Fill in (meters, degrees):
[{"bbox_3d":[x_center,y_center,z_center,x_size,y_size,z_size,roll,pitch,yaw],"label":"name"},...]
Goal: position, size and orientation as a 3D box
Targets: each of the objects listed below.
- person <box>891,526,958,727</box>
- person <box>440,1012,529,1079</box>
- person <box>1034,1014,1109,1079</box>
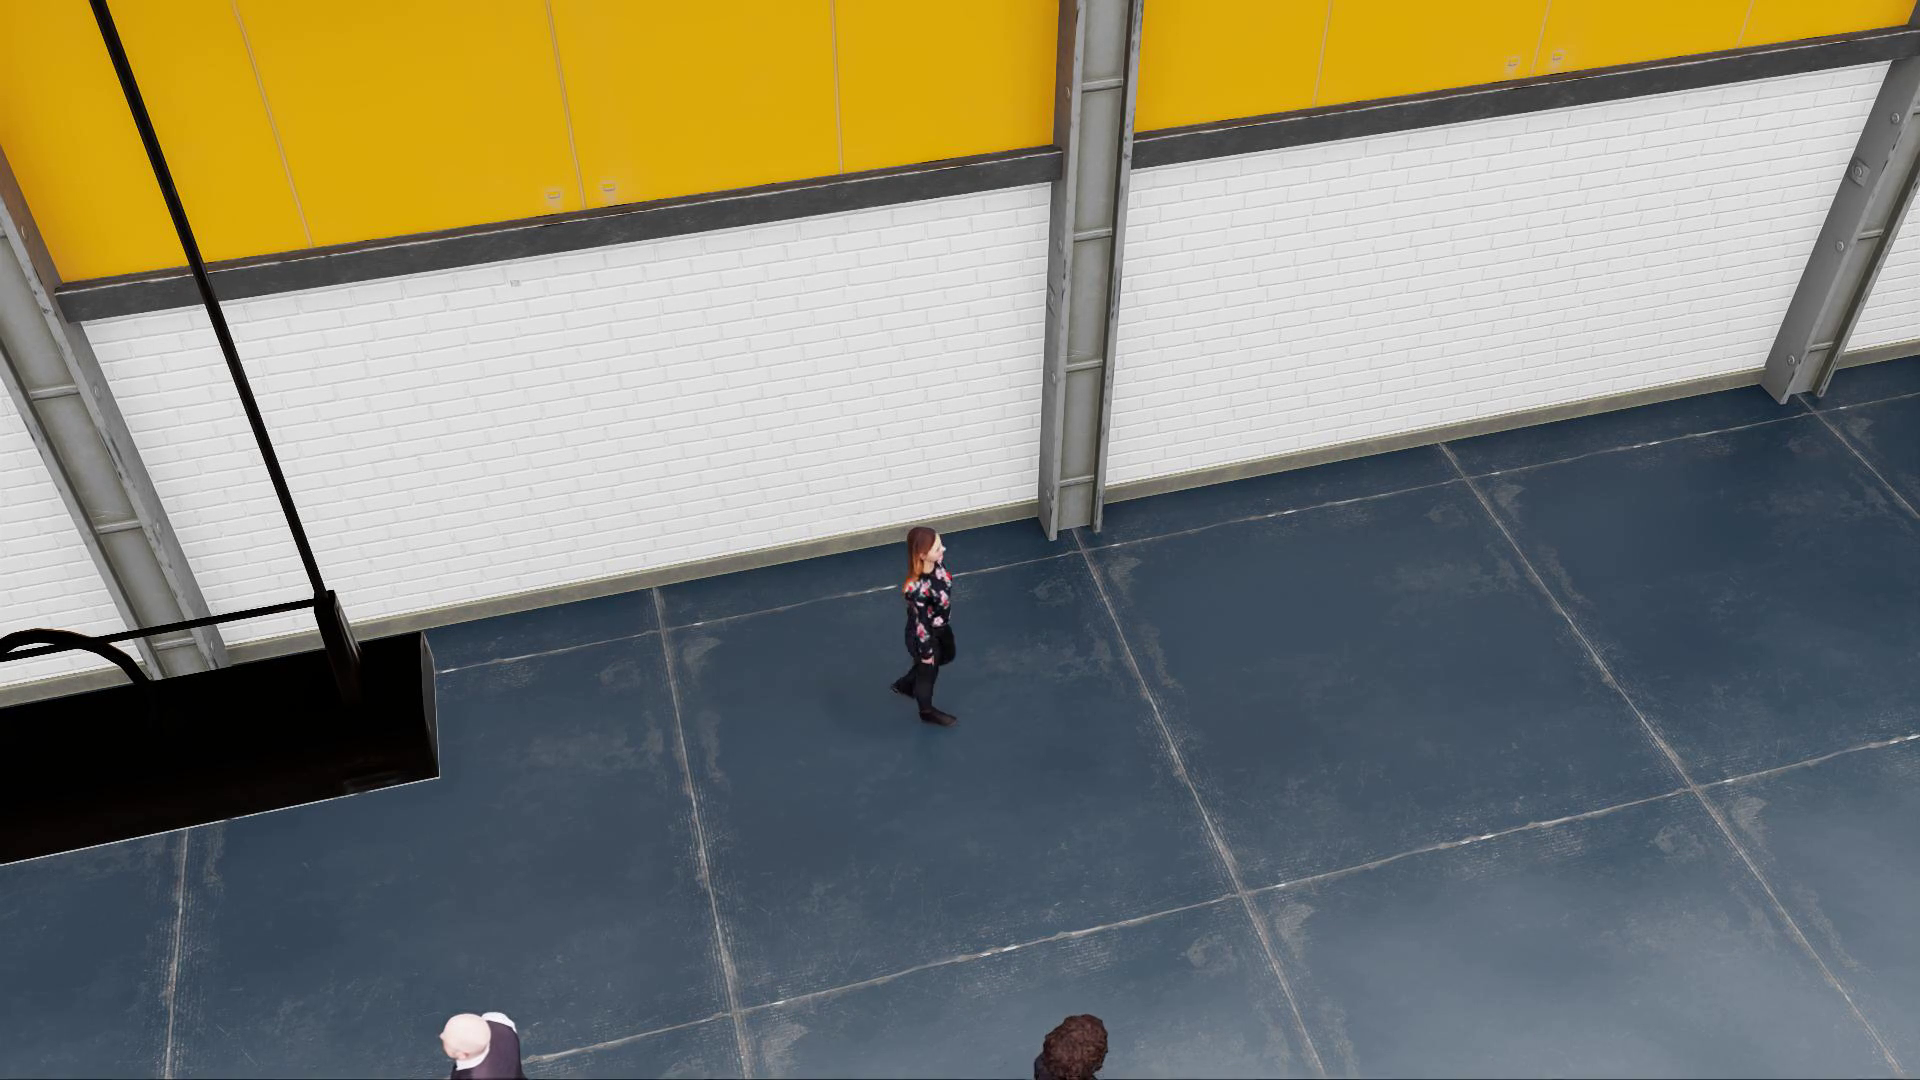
[{"bbox_3d":[-0.275,0.529,10.147,0.788,1.679,0.726,7,44,7],"label":"person"},{"bbox_3d":[-2.125,2.715,7.748,0.680,1.823,0.744,-1,44,-1],"label":"person"},{"bbox_3d":[0.443,2.810,7.688,0.957,1.767,1.102,32,52,29],"label":"person"}]
